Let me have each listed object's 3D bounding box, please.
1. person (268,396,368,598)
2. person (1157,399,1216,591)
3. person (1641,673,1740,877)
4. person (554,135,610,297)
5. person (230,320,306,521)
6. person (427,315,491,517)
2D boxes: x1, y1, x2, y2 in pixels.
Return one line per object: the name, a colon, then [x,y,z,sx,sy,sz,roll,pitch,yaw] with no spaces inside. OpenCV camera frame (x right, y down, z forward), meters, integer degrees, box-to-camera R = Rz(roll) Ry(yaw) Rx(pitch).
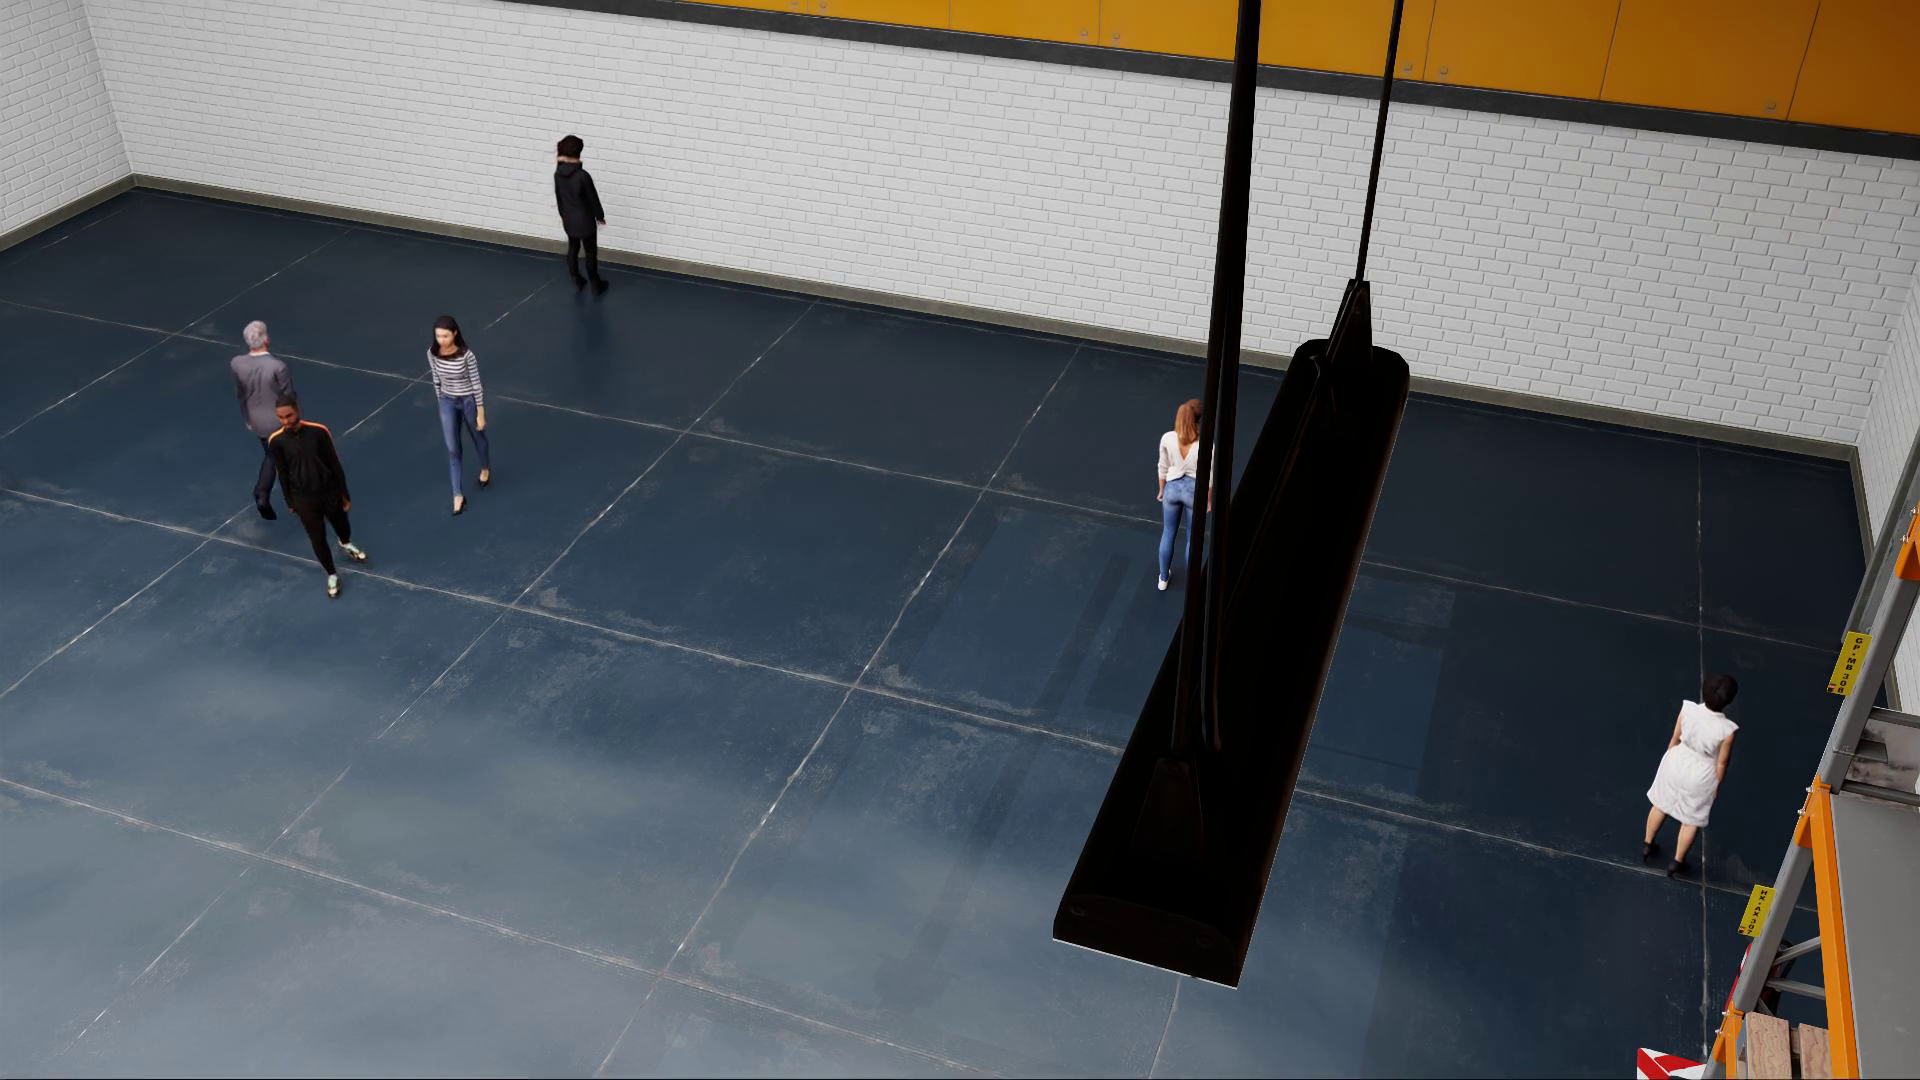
person: [-5.092,-0.406,13.175,0.941,1.785,1.017,-14,36,-20]
person: [1.776,-0.344,13.142,0.619,1.719,0.532,14,36,20]
person: [4.633,1.482,10.545,0.635,1.552,0.643,29,43,36]
person: [-4.076,-3.424,17.726,0.631,1.773,0.642,13,36,19]
person: [-5.782,-0.962,13.979,0.808,1.820,1.011,7,34,10]
person: [-4.253,-1.161,14.341,0.819,1.753,1.139,2,34,4]
